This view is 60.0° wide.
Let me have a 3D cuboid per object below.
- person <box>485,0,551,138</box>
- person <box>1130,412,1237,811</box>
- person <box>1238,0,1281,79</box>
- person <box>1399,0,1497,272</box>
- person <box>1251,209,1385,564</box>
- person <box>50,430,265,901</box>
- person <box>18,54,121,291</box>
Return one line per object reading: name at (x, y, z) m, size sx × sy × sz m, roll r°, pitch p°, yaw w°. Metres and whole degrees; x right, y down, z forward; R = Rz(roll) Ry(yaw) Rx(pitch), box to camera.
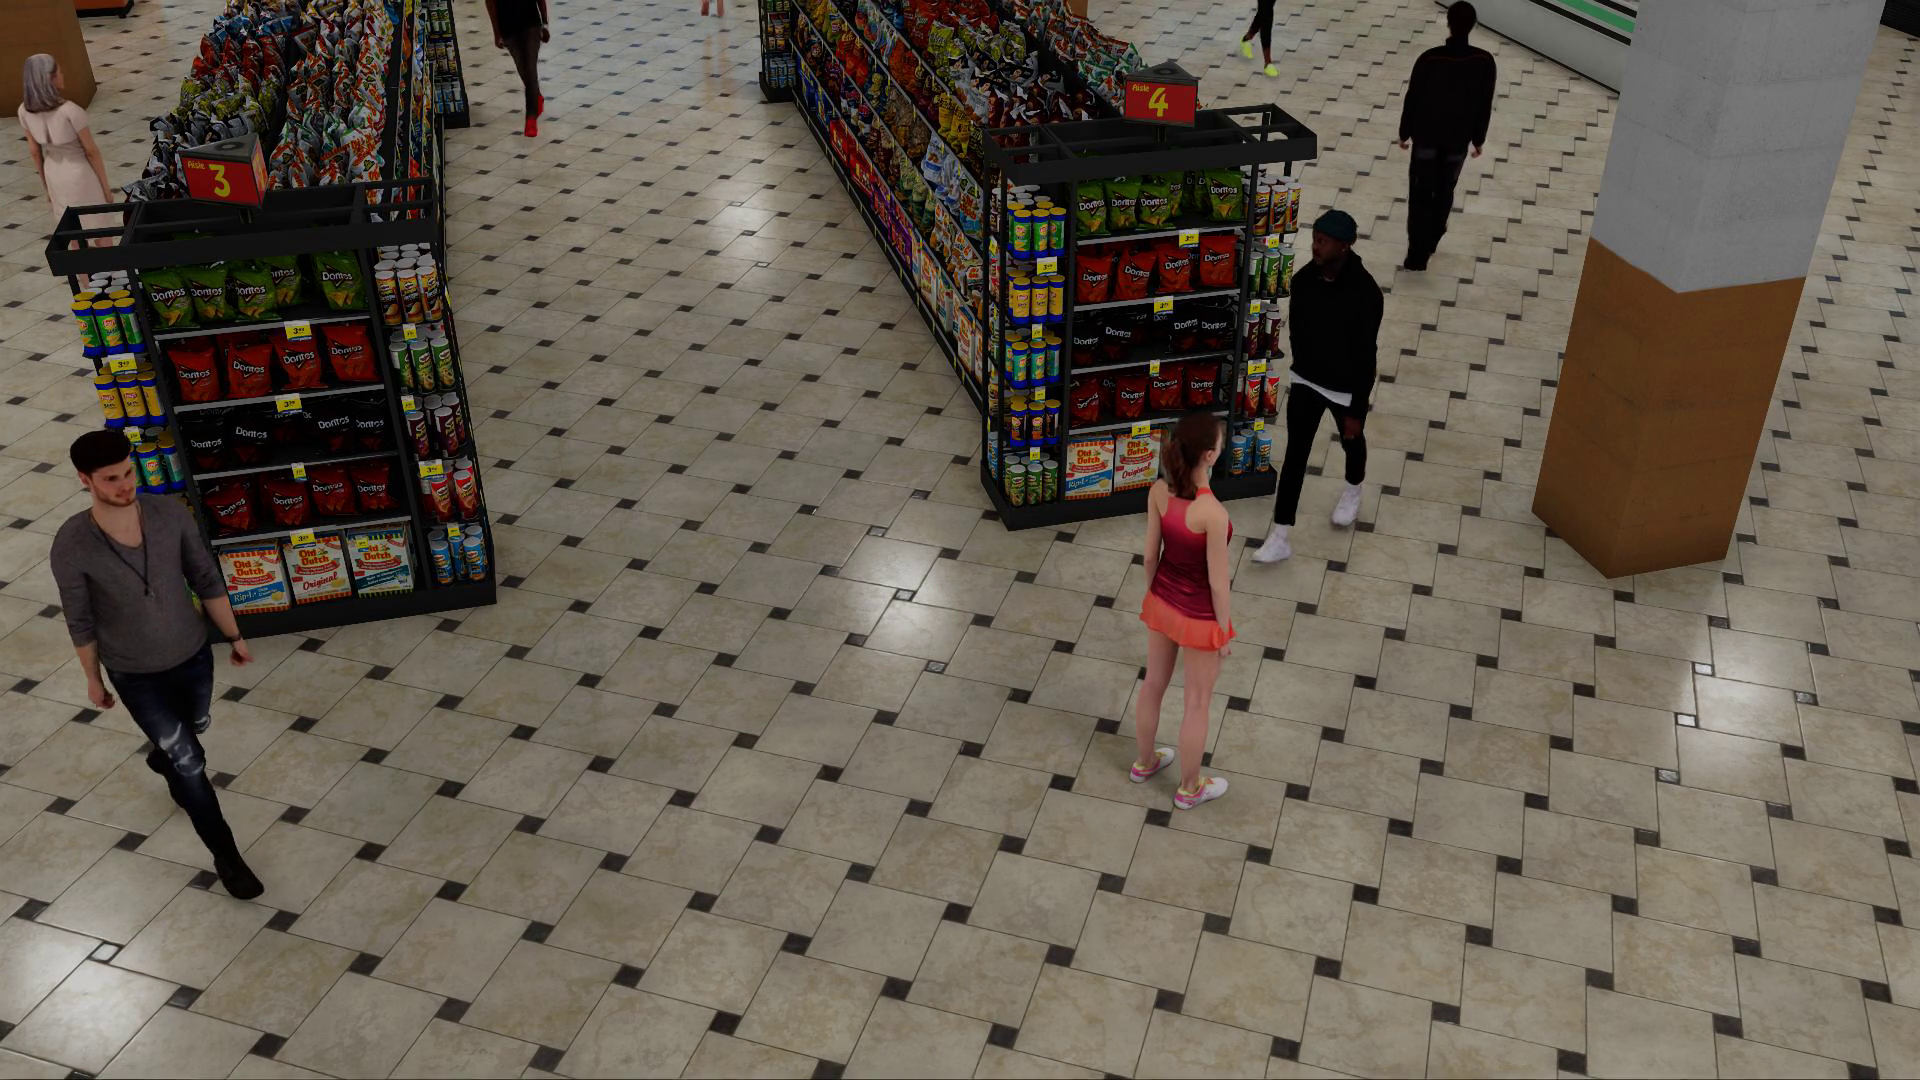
person at (-3.715, -4.361, 14.031) m, size 0.743 × 1.757 × 1.257 m, roll -4°, pitch 32°, yaw -7°
person at (0.889, 0.284, 6.570) m, size 0.721 × 1.752 × 0.634 m, roll -27°, pitch 41°, yaw -36°
person at (2.839, -5.256, 15.507) m, size 0.609 × 1.717 × 1.123 m, roll -10°, pitch 33°, yaw -16°
person at (3.265, -2.686, 11.289) m, size 0.951 × 1.809 × 1.178 m, roll 2°, pitch 32°, yaw 3°
person at (1.891, -0.777, 8.271) m, size 1.270 × 1.757 × 1.281 m, roll 19°, pitch 37°, yaw 28°
person at (-3.049, 0.408, 6.252) m, size 1.314 × 1.877 × 1.120 m, roll 24°, pitch 39°, yaw 34°
person at (-5.629, -2.216, 10.604) m, size 0.669 × 1.736 × 0.661 m, roll 2°, pitch 32°, yaw 4°
